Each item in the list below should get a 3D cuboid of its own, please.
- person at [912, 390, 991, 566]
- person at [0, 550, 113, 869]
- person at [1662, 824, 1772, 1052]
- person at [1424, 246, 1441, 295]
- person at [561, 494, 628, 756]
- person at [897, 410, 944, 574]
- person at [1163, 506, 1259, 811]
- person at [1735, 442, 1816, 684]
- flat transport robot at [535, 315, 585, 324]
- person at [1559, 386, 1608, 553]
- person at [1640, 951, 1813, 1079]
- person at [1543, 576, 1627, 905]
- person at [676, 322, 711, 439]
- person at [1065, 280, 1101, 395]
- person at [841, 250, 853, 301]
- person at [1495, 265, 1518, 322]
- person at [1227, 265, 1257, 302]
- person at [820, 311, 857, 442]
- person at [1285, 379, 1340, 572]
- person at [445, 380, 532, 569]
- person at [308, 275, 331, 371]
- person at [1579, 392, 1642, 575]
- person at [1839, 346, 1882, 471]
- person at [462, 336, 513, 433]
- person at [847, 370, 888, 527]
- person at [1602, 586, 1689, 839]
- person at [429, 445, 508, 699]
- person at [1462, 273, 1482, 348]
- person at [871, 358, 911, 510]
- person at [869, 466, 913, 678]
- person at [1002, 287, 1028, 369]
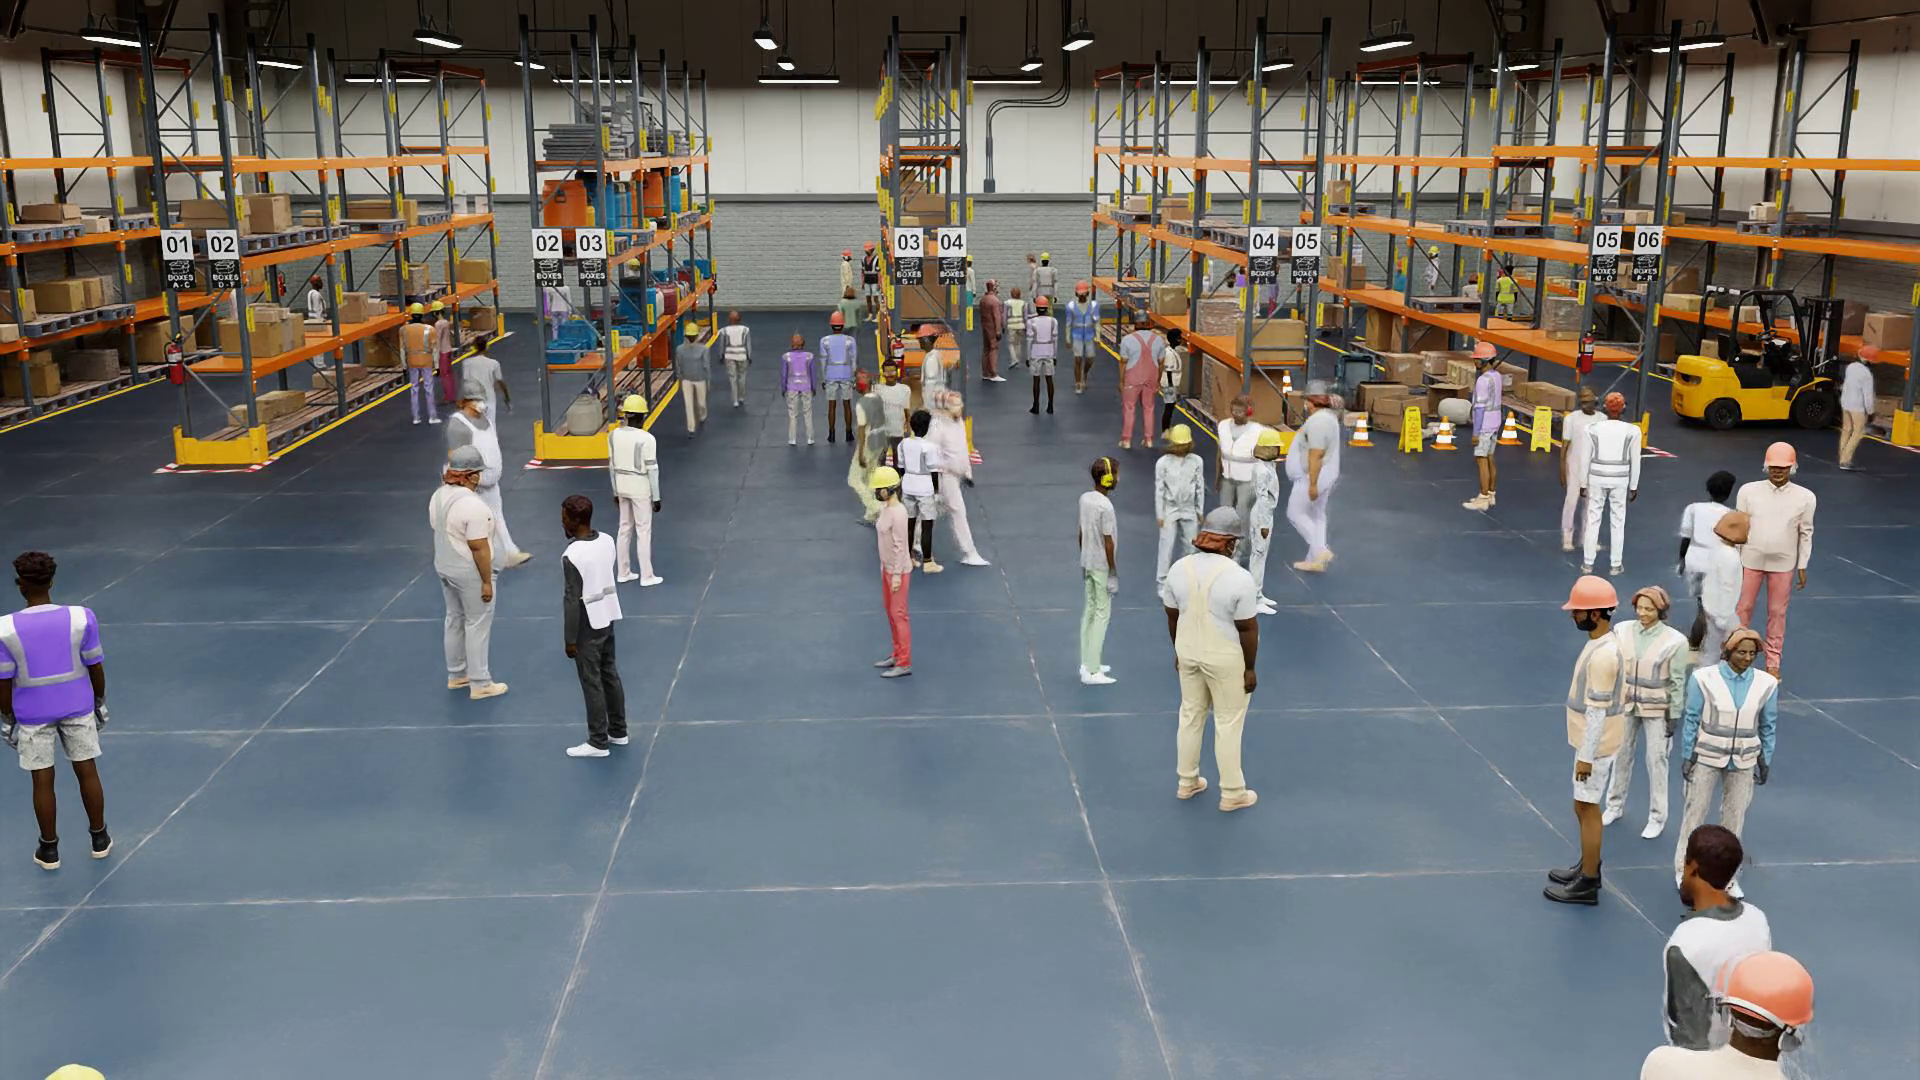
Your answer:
[{"bbox_3d":[-0.151,-0.668,17.561,1.018,1.867,0.649,5,14,22],"label":"person"},{"bbox_3d":[-5.500,1.023,10.093,0.608,1.966,0.365,-9,16,-35],"label":"person"},{"bbox_3d":[2.795,1.994,6.169,0.615,1.874,0.494,-10,16,-35],"label":"person"},{"bbox_3d":[12.177,-6.652,42.894,0.404,1.831,0.601,3,14,12],"label":"person"},{"bbox_3d":[-2.642,0.611,11.967,0.391,1.912,0.588,4,14,17],"label":"person"},{"bbox_3d":[-0.408,-0.493,17.102,0.532,1.693,0.319,11,17,39],"label":"person"},{"bbox_3d":[1.718,0.761,11.042,0.674,2.000,0.535,12,18,41],"label":"person"},{"bbox_3d":[6.604,0.182,13.590,0.611,1.996,0.378,6,15,25],"label":"person"},{"bbox_3d":[-9.745,-5.453,41.161,1.431,0.197,0.652,5,14,21],"label":"flat transport robot"},{"bbox_3d":[6.751,-0.761,17.965,0.572,1.825,0.350,-1,13,-5],"label":"person"},{"bbox_3d":[2.360,2.195,5.115,0.621,1.980,0.410,11,17,39],"label":"person"},{"bbox_3d":[3.635,1.152,9.651,0.391,1.923,0.549,5,14,20],"label":"person"},{"bbox_3d":[-4.038,-2.448,25.280,0.528,1.746,0.700,-1,13,-3],"label":"person"},{"bbox_3d":[2.183,-3.605,29.574,0.637,2.026,0.610,-1,13,-2],"label":"person"},{"bbox_3d":[-2.896,-6.576,42.736,0.327,1.752,0.563,-2,13,-9],"label":"person"},{"bbox_3d":[12.497,-5.437,38.044,0.531,1.693,0.320,10,17,37],"label":"person"},{"bbox_3d":[6.174,-5.134,36.501,0.689,1.827,0.435,4,14,15],"label":"person"},{"bbox_3d":[-1.804,-2.424,24.748,0.545,1.942,0.351,-1,13,-4],"label":"person"},{"bbox_3d":[3.619,-0.671,17.110,0.540,2.000,0.694,6,15,25],"label":"person"},{"bbox_3d":[-4.983,-0.676,17.133,1.000,2.000,0.699,4,14,18],"label":"person"},{"bbox_3d":[-12.535,-4.224,32.500,0.353,1.883,0.573,-8,15,-30],"label":"person"},{"bbox_3d":[6.649,-0.576,17.045,0.575,1.885,0.355,6,14,22],"label":"person"},{"bbox_3d":[12.193,-1.801,22.627,0.361,1.701,0.669,-1,13,-3],"label":"person"},{"bbox_3d":[-6.419,-1.843,22.533,0.600,1.833,0.810,1,13,2],"label":"person"},{"bbox_3d":[-1.062,-1.048,19.158,0.438,1.830,0.577,7,15,26],"label":"person"},{"bbox_3d":[4.340,1.081,10.576,0.316,1.630,0.516,-11,17,-39],"label":"person"},{"bbox_3d":[-3.891,0.232,13.283,0.684,2.000,0.535,12,18,42],"label":"person"},{"bbox_3d":[11.237,-5.028,36.441,0.498,1.633,0.279,7,15,27],"label":"person"},{"bbox_3d":[-0.827,-1.243,19.895,0.520,1.874,0.332,-1,13,-5],"label":"person"},{"bbox_3d":[-0.574,0.255,13.807,0.342,1.755,0.531,-4,14,-16],"label":"person"},{"bbox_3d":[1.126,-4.180,32.887,0.533,1.612,0.556,-4,14,-18],"label":"person"}]
